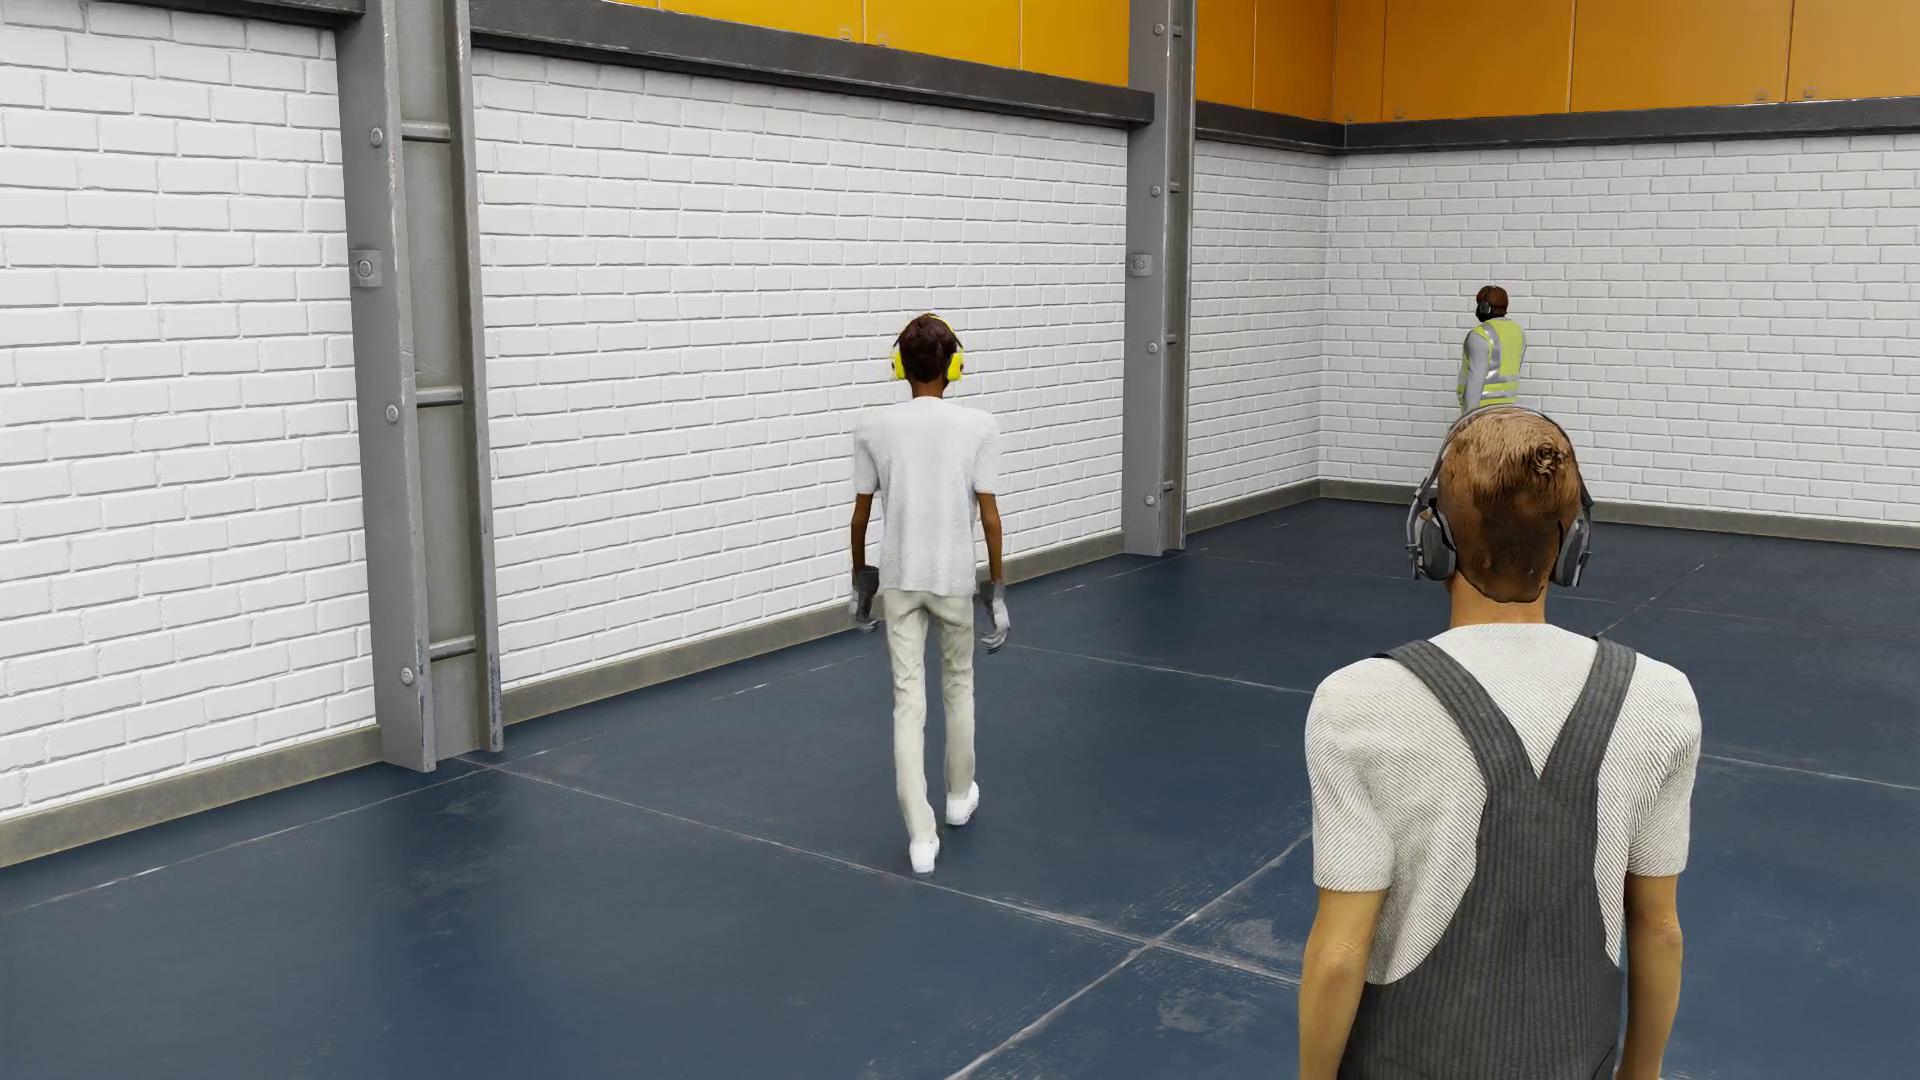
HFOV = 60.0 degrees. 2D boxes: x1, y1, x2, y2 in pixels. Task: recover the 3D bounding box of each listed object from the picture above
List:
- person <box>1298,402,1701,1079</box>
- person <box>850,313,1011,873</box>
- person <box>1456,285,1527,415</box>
[{"bbox_3d":[0.678,0.742,2.199,0.520,1.844,0.330,-1,10,-6],"label":"person"},{"bbox_3d":[-0.100,0.149,5.739,0.562,1.837,0.846,1,10,3],"label":"person"},{"bbox_3d":[3.930,-0.973,12.427,0.635,1.842,0.429,-8,13,-40],"label":"person"}]
